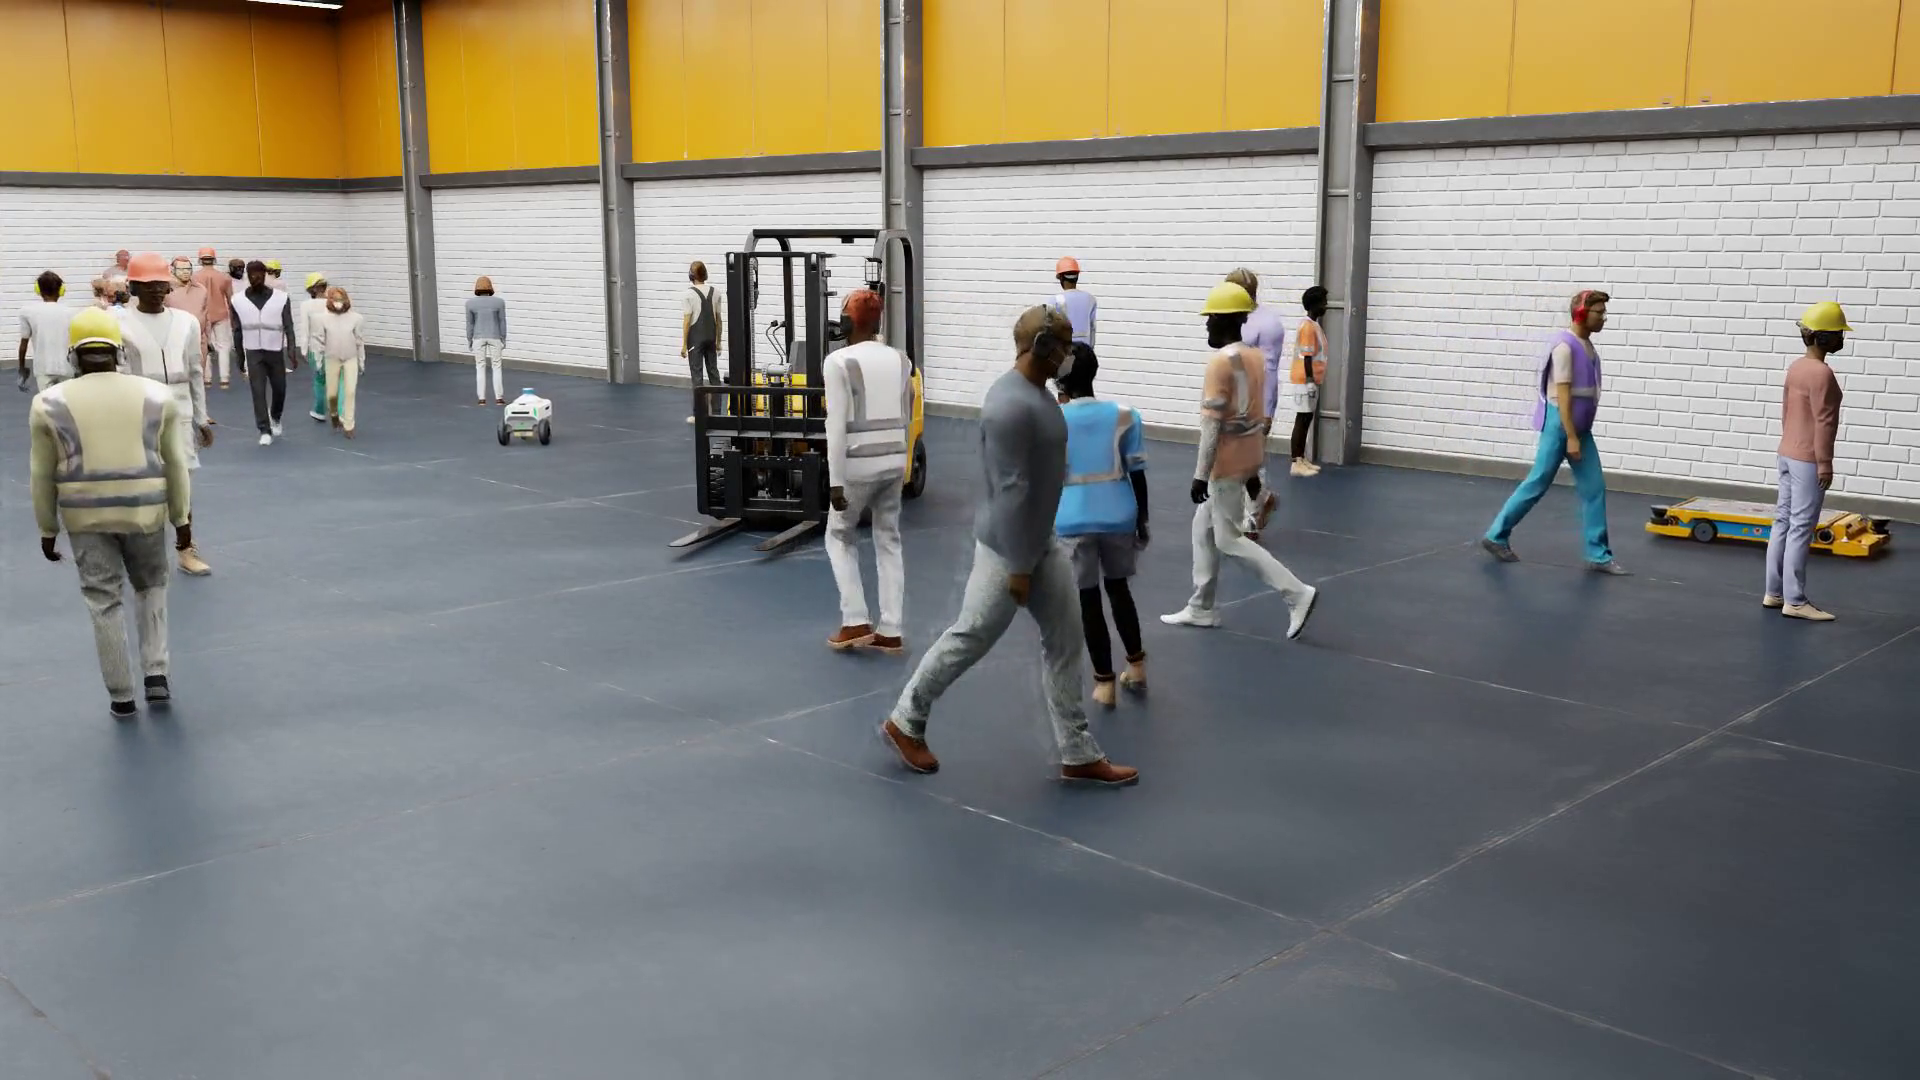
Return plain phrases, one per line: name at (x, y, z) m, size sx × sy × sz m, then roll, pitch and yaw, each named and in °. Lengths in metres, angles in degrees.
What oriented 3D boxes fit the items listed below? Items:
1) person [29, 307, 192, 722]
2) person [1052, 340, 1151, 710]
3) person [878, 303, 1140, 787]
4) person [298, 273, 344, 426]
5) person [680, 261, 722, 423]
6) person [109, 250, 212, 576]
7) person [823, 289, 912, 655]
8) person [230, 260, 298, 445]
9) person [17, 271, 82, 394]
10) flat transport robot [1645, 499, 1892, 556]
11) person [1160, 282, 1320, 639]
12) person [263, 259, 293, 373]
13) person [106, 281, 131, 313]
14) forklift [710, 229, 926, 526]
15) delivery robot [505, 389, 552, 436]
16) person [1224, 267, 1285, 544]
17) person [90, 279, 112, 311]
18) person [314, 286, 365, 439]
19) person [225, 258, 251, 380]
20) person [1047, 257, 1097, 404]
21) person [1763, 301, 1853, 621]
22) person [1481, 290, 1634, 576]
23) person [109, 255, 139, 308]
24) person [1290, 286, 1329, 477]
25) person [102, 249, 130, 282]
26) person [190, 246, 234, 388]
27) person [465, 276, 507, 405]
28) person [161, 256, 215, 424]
person at (-3.741, -0.111, 7.339) m, size 0.619 × 1.819 × 0.498 m, roll -7°, pitch 12°, yaw -32°
person at (0.586, -0.073, 7.582) m, size 0.558 × 1.656 × 0.554 m, roll -2°, pitch 11°, yaw -9°
person at (0.160, 0.021, 6.490) m, size 1.036 × 1.887 × 0.642 m, roll 4°, pitch 11°, yaw 21°
person at (-7.185, -2.144, 18.760) m, size 0.535 × 1.696 × 0.904 m, roll -8°, pitch 13°, yaw -36°
person at (-2.929, -2.235, 18.872) m, size 0.516 × 1.842 × 0.325 m, roll -8°, pitch 13°, yaw -38°
person at (-4.946, -0.761, 10.286) m, size 0.385 × 2.041 × 0.615 m, roll 9°, pitch 14°, yaw 41°
person at (-0.458, -0.342, 8.503) m, size 0.592 × 1.856 × 0.517 m, roll -9°, pitch 14°, yaw -40°
person at (-7.184, -1.953, 17.200) m, size 0.609 × 1.886 × 0.793 m, roll -4°, pitch 11°, yaw -20°
person at (-8.052, -1.465, 14.758) m, size 0.541 × 1.827 × 0.978 m, roll -7°, pitch 13°, yaw -34°
flat transport robot at (5.615, -0.110, 11.573) m, size 1.431 × 0.197 × 0.652 m, roll 9°, pitch 14°, yaw 40°
person at (1.499, -0.416, 8.823) m, size 0.826 × 1.894 × 0.586 m, roll 5°, pitch 11°, yaw 24°
person at (-10.650, -3.476, 25.883) m, size 0.522 × 1.759 × 0.349 m, roll 5°, pitch 11°, yaw 25°
person at (-8.947, -1.932, 17.767) m, size 0.315 × 1.641 × 0.515 m, roll -8°, pitch 13°, yaw -39°
forklift at (-1.050, -1.319, 12.920) m, size 1.214 × 2.155 × 2.313 m, roll 2°, pitch 11°, yaw 13°
delivery robot at (-4.441, -1.316, 17.120) m, size 0.477 × 0.478 × 0.707 m, roll 0°, pitch 10°, yaw -1°
person at (2.016, -0.909, 11.454) m, size 0.514 × 1.921 × 0.644 m, roll -6°, pitch 12°, yaw -31°
person at (-10.484, -2.430, 20.597) m, size 0.783 × 1.615 × 0.516 m, roll -2°, pitch 11°, yaw -11°
person at (-6.562, -1.883, 17.595) m, size 0.503 × 1.608 × 0.617 m, roll -5°, pitch 11°, yaw -25°
person at (-10.696, -3.253, 24.538) m, size 0.865 × 1.811 × 0.627 m, roll 9°, pitch 14°, yaw 41°
person at (1.046, -1.741, 15.953) m, size 0.543 × 1.927 × 0.384 m, roll -6°, pitch 12°, yaw -29°
person at (4.753, -0.442, 9.305) m, size 0.314 × 1.769 × 0.524 m, roll 1°, pitch 10°, yaw 6°
person at (3.835, -0.693, 10.623) m, size 0.961 × 1.805 × 0.568 m, roll 10°, pitch 14°, yaw 42°
person at (-11.090, -2.902, 22.448) m, size 0.673 × 1.855 × 0.960 m, roll 2°, pitch 11°, yaw 11°
person at (3.103, -1.408, 14.793) m, size 0.319 × 1.693 × 0.541 m, roll 4°, pitch 11°, yaw 20°
person at (-13.587, -3.779, 27.143) m, size 0.642 × 1.903 × 0.402 m, roll -3°, pitch 11°, yaw -18°
person at (-10.475, -3.107, 23.270) m, size 0.635 × 1.994 × 0.525 m, roll -6°, pitch 12°, yaw -29°
person at (-5.979, -2.515, 21.014) m, size 0.493 × 1.624 × 0.311 m, roll -2°, pitch 11°, yaw -11°
person at (-8.659, -2.221, 18.627) m, size 0.402 × 1.904 × 0.652 m, roll 7°, pitch 13°, yaw 35°
